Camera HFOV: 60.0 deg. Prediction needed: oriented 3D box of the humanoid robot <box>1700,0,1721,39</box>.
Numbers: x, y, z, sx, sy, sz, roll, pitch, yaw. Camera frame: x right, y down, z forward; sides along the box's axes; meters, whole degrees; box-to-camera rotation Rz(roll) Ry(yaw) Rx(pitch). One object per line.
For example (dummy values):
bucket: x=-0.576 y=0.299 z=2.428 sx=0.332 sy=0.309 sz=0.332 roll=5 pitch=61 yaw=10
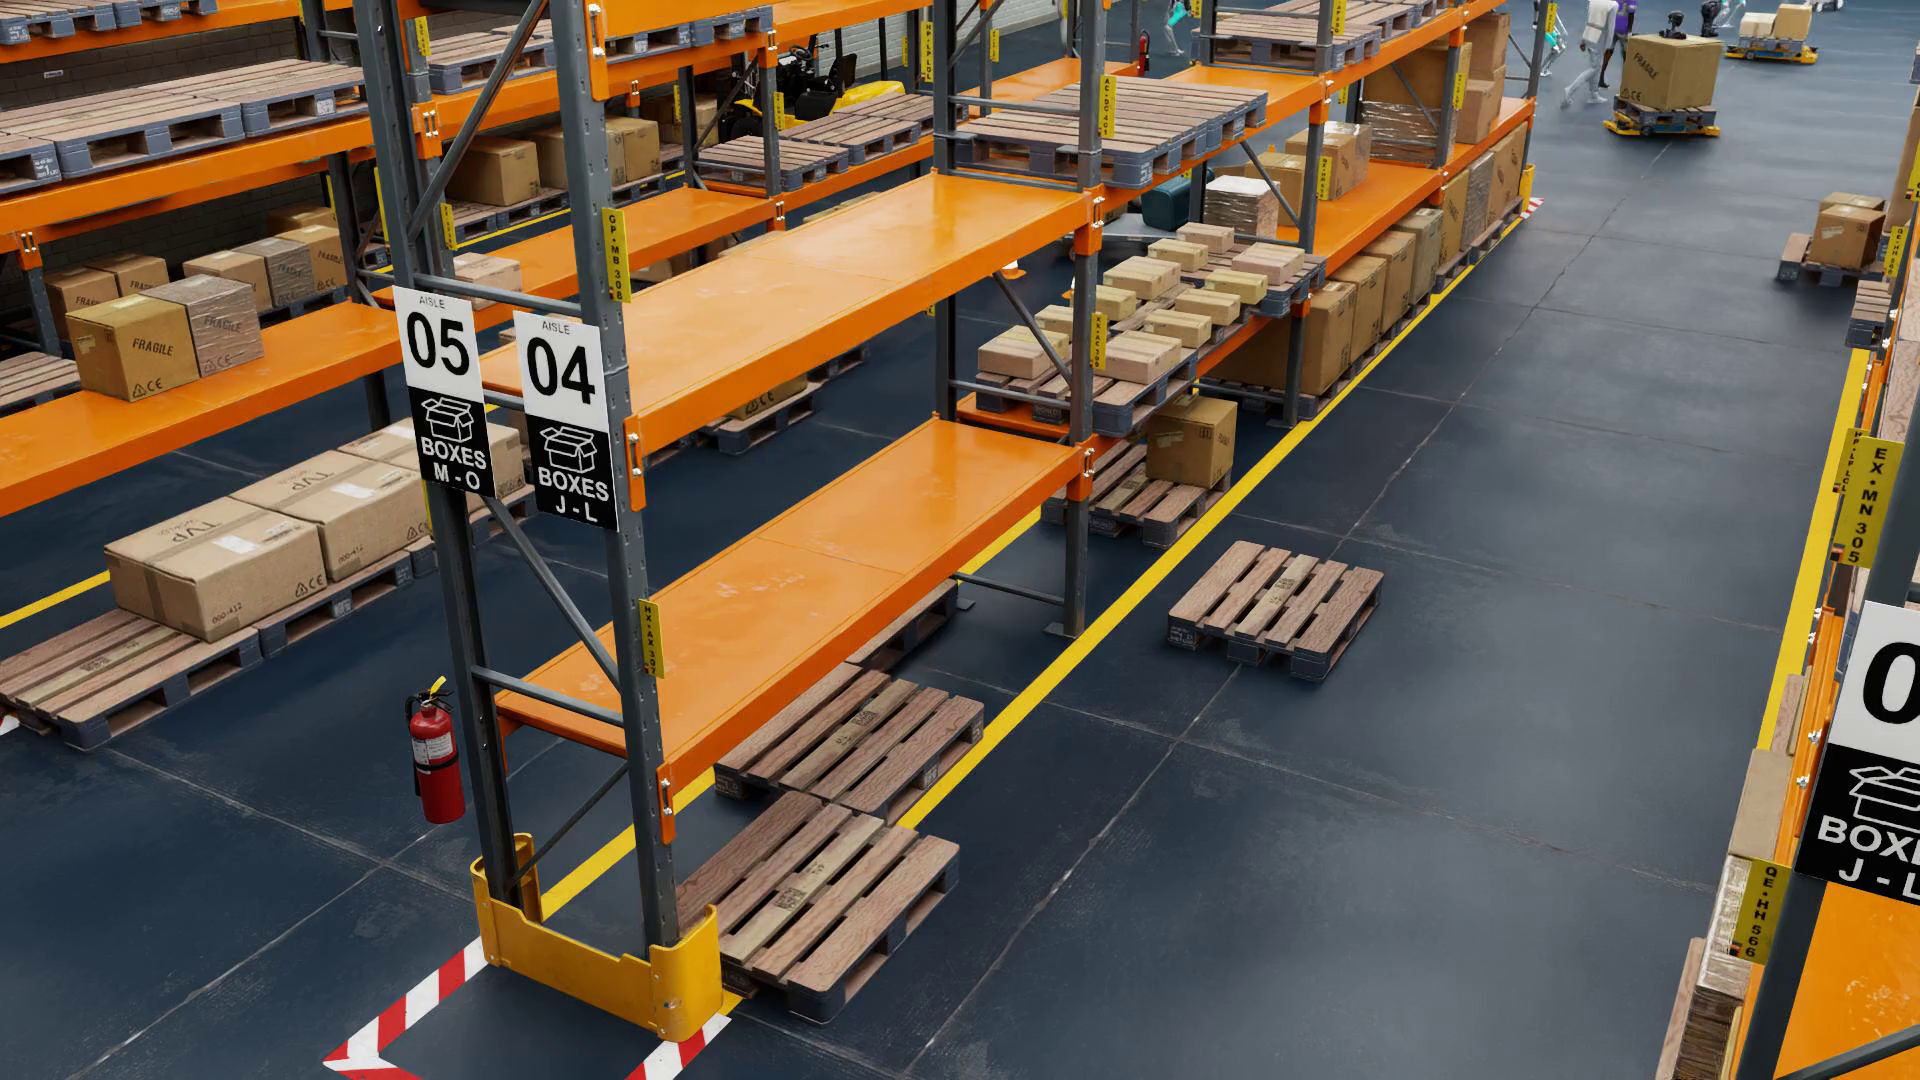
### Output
humanoid robot: x=11.782 y=-7.922 z=26.192 sx=0.375 sy=1.642 sz=0.586 roll=7 pitch=27 yaw=14

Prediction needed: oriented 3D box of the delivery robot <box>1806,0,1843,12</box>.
delivery robot: x=17.804 y=-11.203 z=34.274 sx=0.774 sy=0.581 sz=0.499 roll=-16 pitch=30 yaw=-29

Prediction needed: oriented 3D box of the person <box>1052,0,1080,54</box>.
person: x=1.939 y=-9.681 z=29.611 sx=0.714 sy=1.880 sz=1.021 roll=0 pitch=26 yaw=1

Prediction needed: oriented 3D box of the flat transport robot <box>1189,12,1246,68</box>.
flat transport robot: x=4.594 y=-7.995 z=27.954 sx=1.431 sy=0.231 sz=0.659 roll=2 pitch=26 yaw=3

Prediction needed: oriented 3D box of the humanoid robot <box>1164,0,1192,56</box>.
humanoid robot: x=3.754 y=-9.270 z=28.944 sx=0.788 sy=1.804 sz=0.554 roll=-16 pitch=30 yaw=-30

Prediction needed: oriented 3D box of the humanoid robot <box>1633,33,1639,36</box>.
humanoid robot: x=12.316 y=-10.151 z=30.837 sx=0.601 sy=1.630 sz=0.736 roll=-20 pitch=32 yaw=-36

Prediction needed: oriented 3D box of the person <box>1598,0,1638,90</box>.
person: x=10.394 y=-8.090 z=26.225 sx=0.661 sy=1.929 sz=0.627 roll=-15 pitch=30 yaw=-29

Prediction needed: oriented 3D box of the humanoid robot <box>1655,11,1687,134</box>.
humanoid robot: x=9.910 y=-6.582 z=23.378 sx=0.315 sy=1.657 sz=0.599 roll=-12 pitch=28 yaw=-23

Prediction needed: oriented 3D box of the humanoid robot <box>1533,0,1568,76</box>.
humanoid robot: x=9.744 y=-8.539 z=27.366 sx=0.530 sy=1.751 sz=0.701 roll=-23 pitch=34 yaw=-39

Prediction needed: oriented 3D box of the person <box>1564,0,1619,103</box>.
person: x=9.585 y=-7.540 z=25.153 sx=0.783 sy=1.885 sz=0.613 roll=-6 pitch=26 yaw=-12

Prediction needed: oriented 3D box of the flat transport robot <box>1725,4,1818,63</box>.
flat transport robot: x=14.211 y=-8.551 z=29.111 sx=1.431 sy=0.231 sz=0.659 roll=12 pitch=28 yaw=24

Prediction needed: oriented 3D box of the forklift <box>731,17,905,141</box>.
forklift: x=-1.819 y=-5.975 z=21.543 sx=2.313 sy=2.155 sz=1.214 roll=14 pitch=29 yaw=26

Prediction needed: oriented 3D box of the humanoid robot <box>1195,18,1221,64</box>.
humanoid robot: x=3.540 y=-6.363 z=22.958 sx=0.600 sy=1.643 sz=0.555 roll=16 pitch=30 yaw=30

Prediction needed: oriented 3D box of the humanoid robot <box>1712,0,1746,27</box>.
humanoid robot: x=14.650 y=-10.524 z=31.549 sx=0.806 sy=1.796 sz=0.531 roll=4 pitch=26 yaw=8

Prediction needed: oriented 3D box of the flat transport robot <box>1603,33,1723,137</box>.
flat transport robot: x=9.958 y=-5.894 z=23.590 sx=1.431 sy=0.231 sz=0.659 roll=0 pitch=26 yaw=0
